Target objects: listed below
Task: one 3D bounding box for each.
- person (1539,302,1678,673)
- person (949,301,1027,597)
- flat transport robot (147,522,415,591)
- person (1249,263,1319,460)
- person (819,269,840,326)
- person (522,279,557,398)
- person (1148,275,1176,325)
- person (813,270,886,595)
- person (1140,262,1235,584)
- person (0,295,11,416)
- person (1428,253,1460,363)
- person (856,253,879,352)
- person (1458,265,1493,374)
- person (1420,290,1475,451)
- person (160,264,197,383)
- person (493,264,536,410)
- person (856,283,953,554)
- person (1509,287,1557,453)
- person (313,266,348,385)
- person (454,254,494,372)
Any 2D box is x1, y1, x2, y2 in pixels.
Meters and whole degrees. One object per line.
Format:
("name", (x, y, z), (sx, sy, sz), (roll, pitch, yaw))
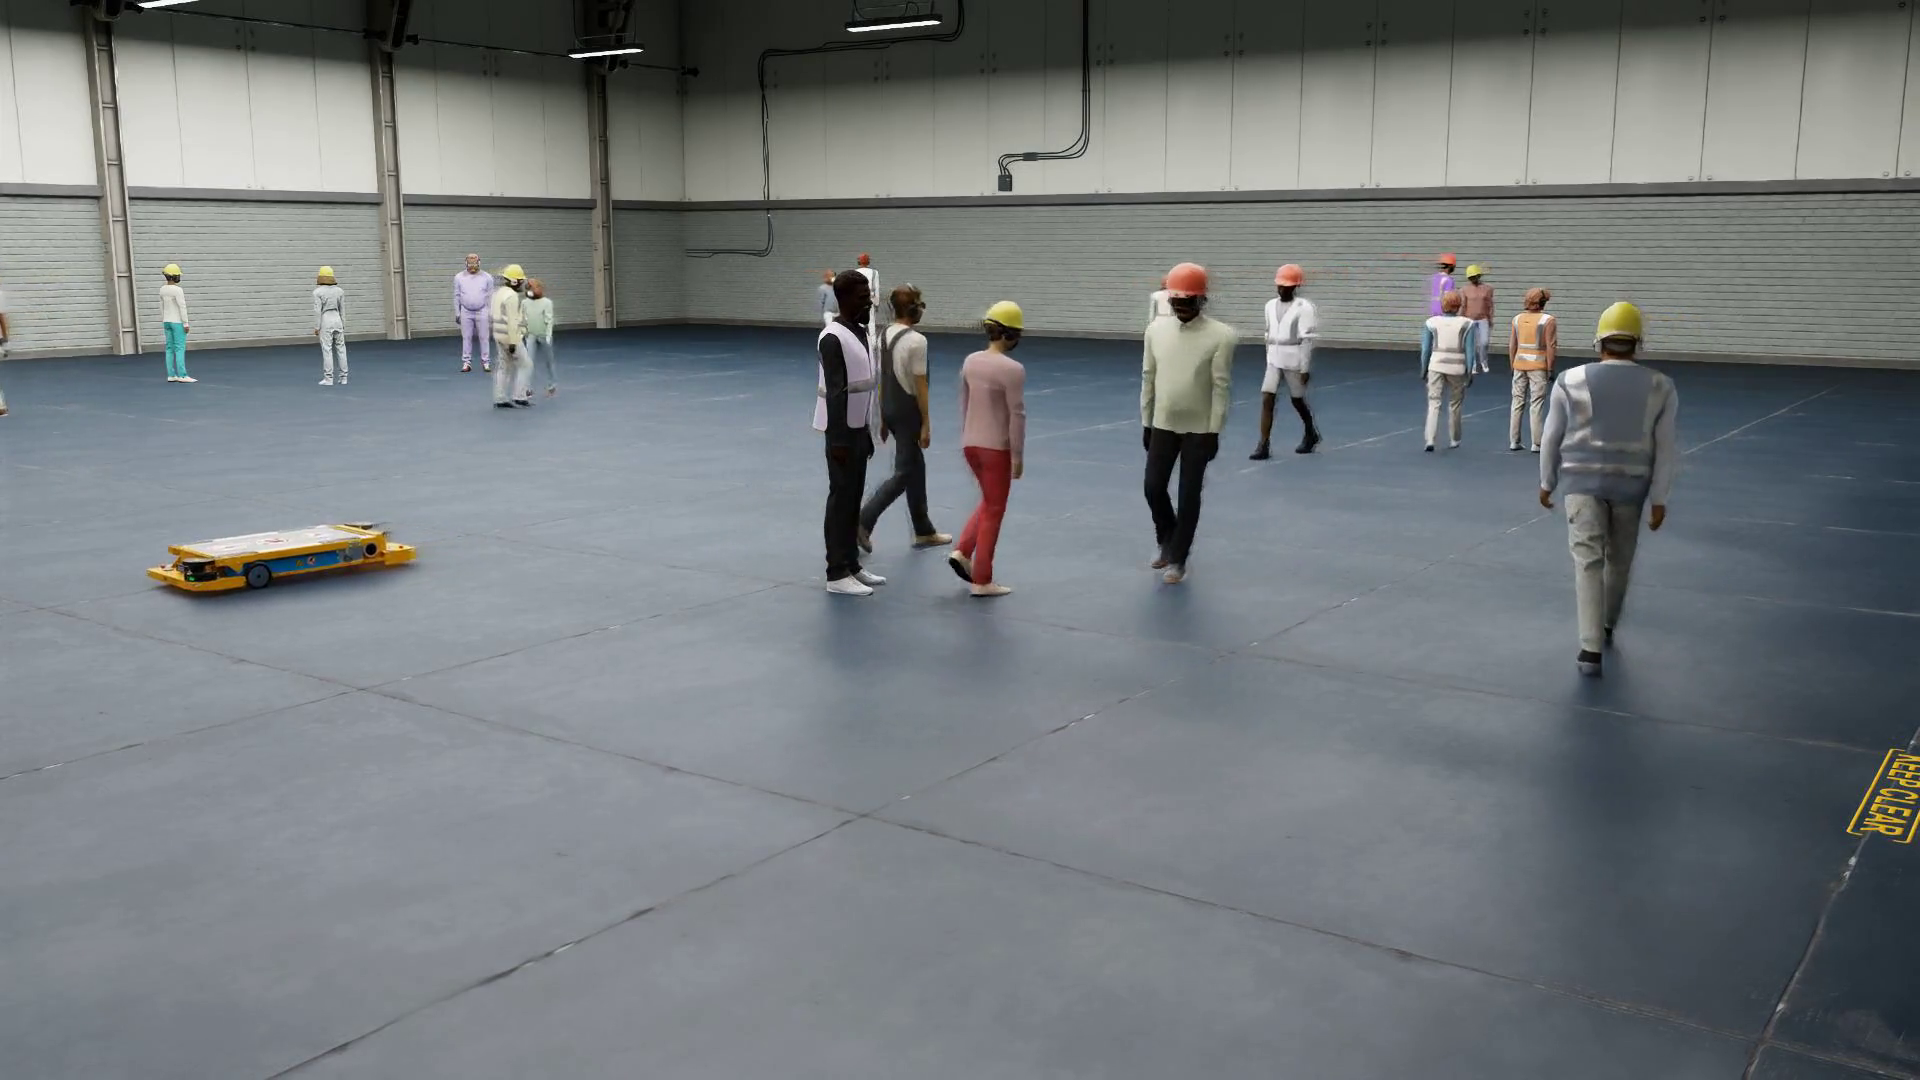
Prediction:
("person", (3.201, -0.282, 8.280), (0.591, 1.781, 0.964), (2, 10, 9))
("person", (0.193, -0.538, 9.854), (0.466, 1.738, 0.530), (-8, 13, -37))
("flat transport robot", (-4.244, 0.090, 10.442), (0.652, 0.197, 1.431), (9, 13, 41))
("person", (3.210, -1.735, 16.141), (0.552, 1.894, 0.970), (10, 14, 43))
("person", (-2.376, -4.160, 30.471), (0.507, 1.614, 0.628), (-7, 12, -35))
("person", (-5.671, -2.693, 22.288), (0.529, 1.587, 0.806), (3, 11, 17))
("person", (3.106, -3.113, 24.630), (0.549, 1.598, 0.810), (5, 11, 27))
("person", (-0.668, -0.642, 9.932), (0.392, 1.919, 0.591), (2, 10, 11))
("person", (1.368, -0.702, 10.146), (0.611, 1.960, 0.505), (5, 11, 26))
("person", (-11.606, -2.333, 19.630), (0.559, 1.836, 0.846), (2, 10, 9))
("person", (7.903, -3.703, 27.072), (0.411, 1.917, 0.562), (-2, 10, -9))
("person", (-1.817, -4.502, 31.642), (0.578, 1.884, 0.353), (-3, 10, -15))
("person", (8.166, -3.485, 26.381), (0.540, 1.726, 0.457), (2, 10, 12))
("person", (4.891, -1.695, 16.708), (0.531, 1.633, 0.609), (4, 11, 24))
("person", (-11.724, -3.234, 24.875), (0.525, 1.769, 0.315), (6, 12, 29))
("person", (-5.553, -2.520, 20.756), (0.589, 1.808, 0.626), (-7, 12, -35))
("person", (-0.421, -0.809, 11.158), (0.844, 1.821, 0.515), (-7, 12, -33))
("person", (5.699, -1.691, 16.580), (0.314, 1.641, 0.515), (-7, 12, -34))
("person", (-9.290, -3.157, 24.504), (0.297, 1.744, 0.487), (8, 13, 38))
("person", (-7.864, -3.673, 26.942), (0.642, 1.907, 0.410), (-2, 10, -11))
